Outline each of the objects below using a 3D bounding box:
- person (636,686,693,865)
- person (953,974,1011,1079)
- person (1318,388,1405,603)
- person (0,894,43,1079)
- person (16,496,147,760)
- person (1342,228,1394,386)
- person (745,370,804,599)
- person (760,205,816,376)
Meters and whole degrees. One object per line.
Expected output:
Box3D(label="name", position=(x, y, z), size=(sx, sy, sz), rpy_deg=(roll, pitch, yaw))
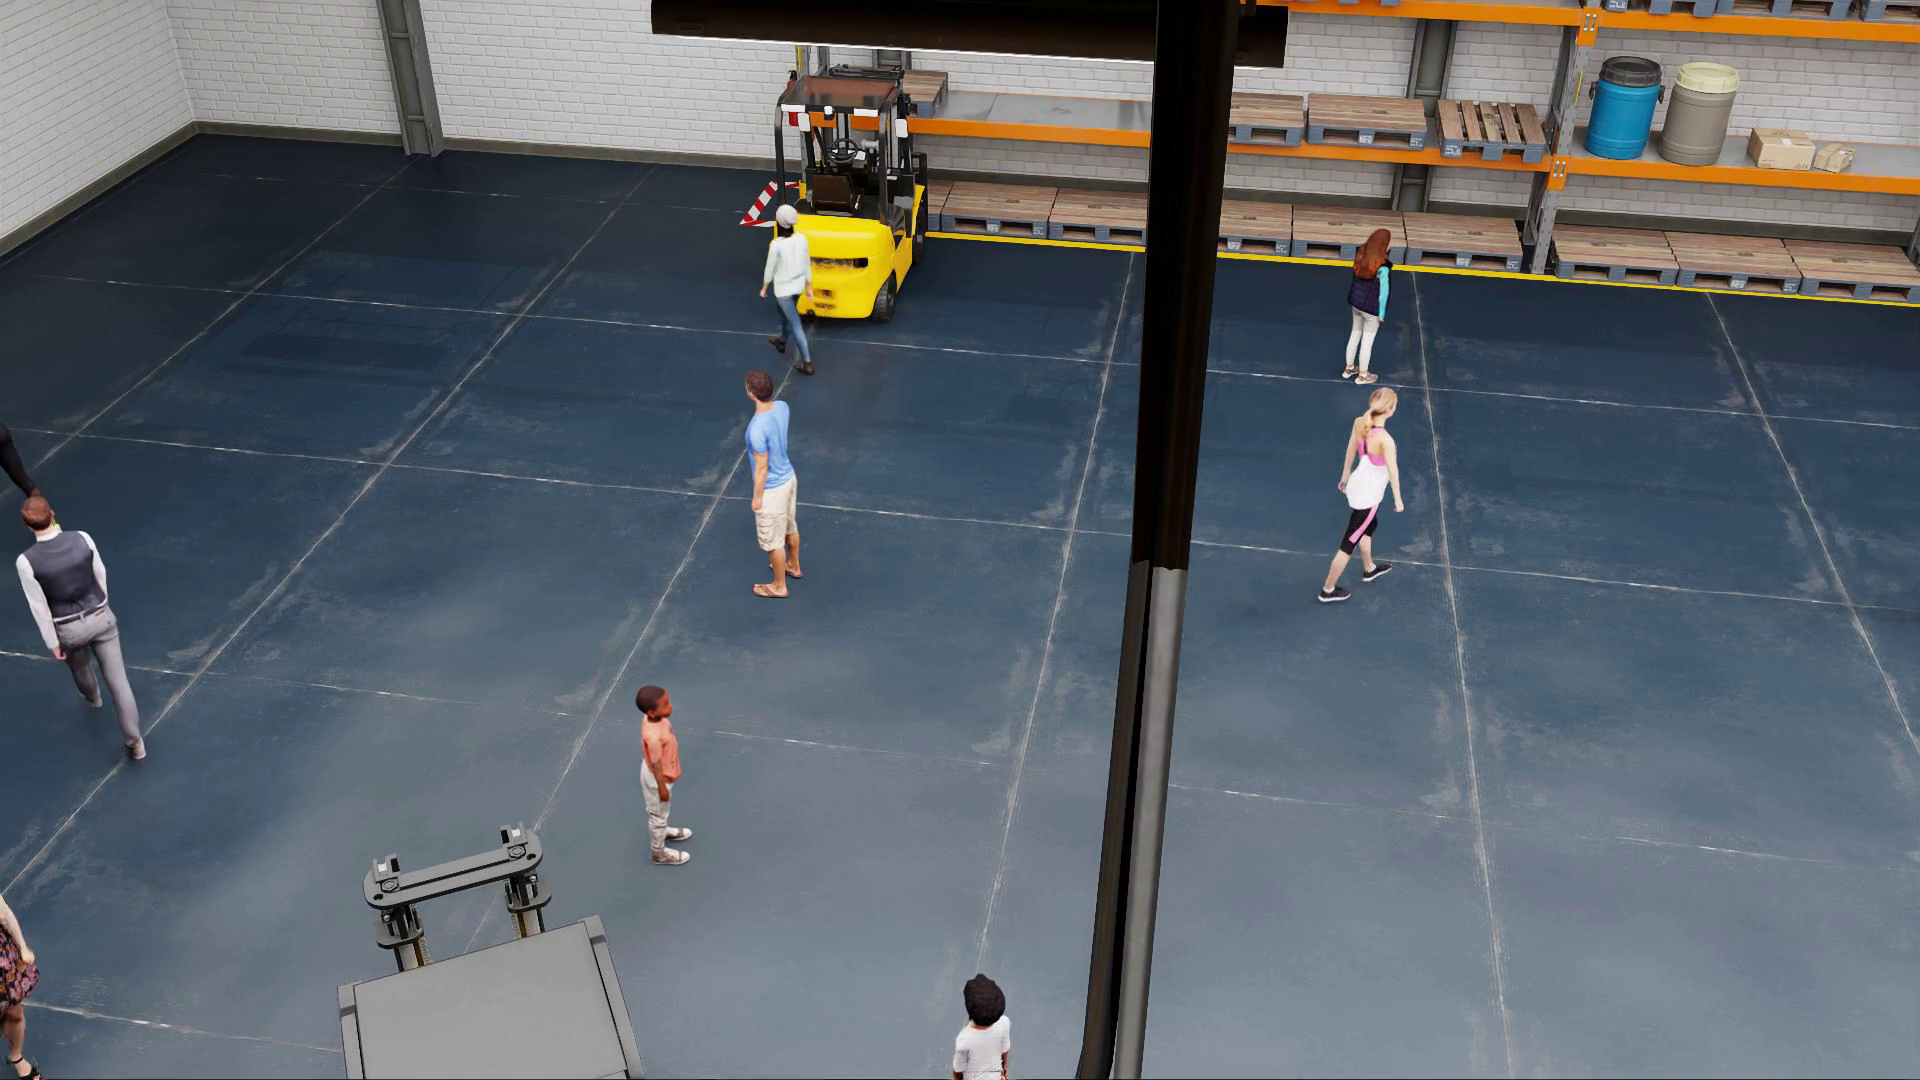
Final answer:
Box3D(label="person", position=(-1.850, 1.417, 10.179), size=(0.516, 1.308, 0.511), rpy_deg=(-2, 34, -3))
Box3D(label="person", position=(0.132, 2.695, 8.311), size=(0.804, 1.248, 0.852), rpy_deg=(-20, 38, -27))
Box3D(label="person", position=(2.914, -0.284, 12.334), size=(1.056, 1.756, 0.910), rpy_deg=(-10, 35, -15))
Box3D(label="person", position=(-5.093, 2.222, 8.573), size=(0.847, 1.745, 0.874), rpy_deg=(-20, 38, -27))
Box3D(label="person", position=(-5.687, 0.613, 10.865), size=(1.191, 1.888, 1.279), rpy_deg=(-23, 40, -30))
Box3D(label="person", position=(3.773, -2.174, 15.408), size=(0.734, 1.501, 0.682), rpy_deg=(-17, 37, -24))
Box3D(label="person", position=(-1.391, -0.428, 12.453), size=(0.637, 1.863, 0.702), rpy_deg=(12, 35, 17))
Box3D(label="person", position=(-1.529, -2.298, 15.494), size=(1.076, 1.612, 0.927), rpy_deg=(28, 43, 36))
